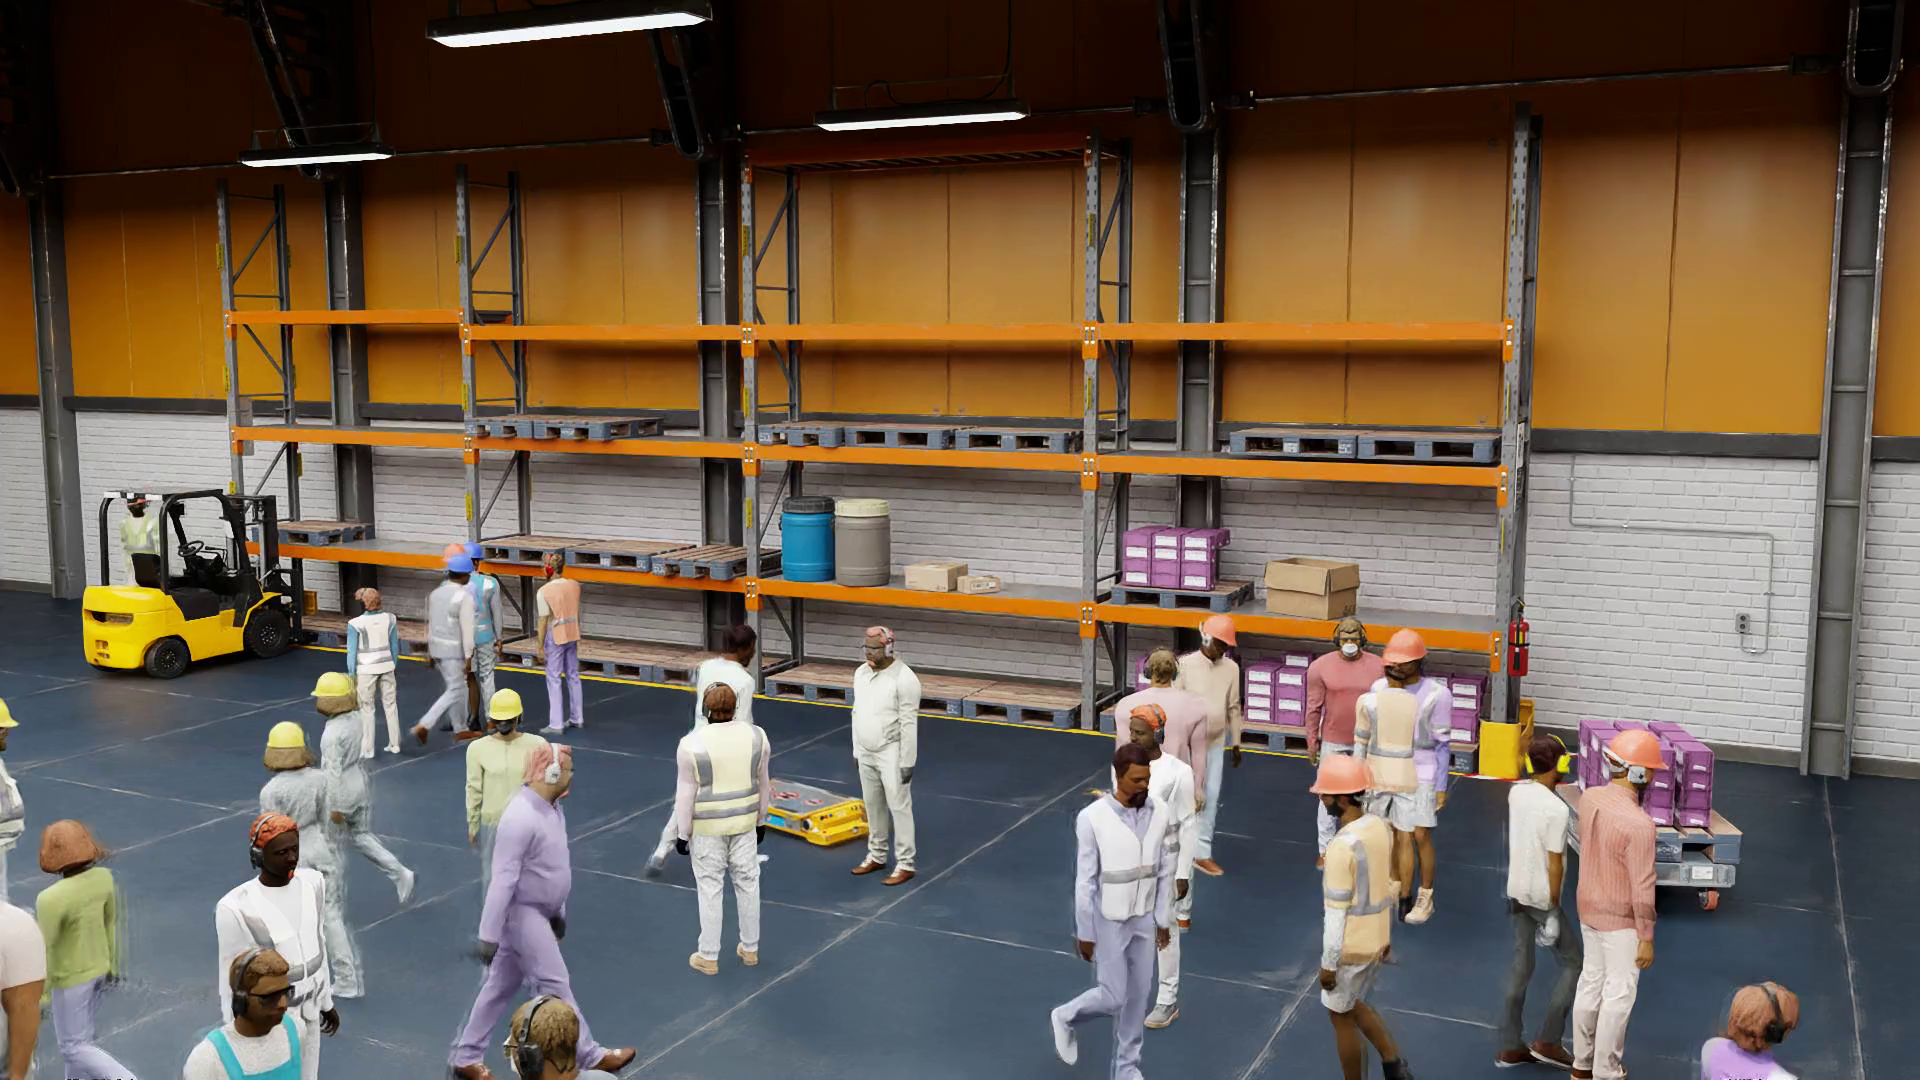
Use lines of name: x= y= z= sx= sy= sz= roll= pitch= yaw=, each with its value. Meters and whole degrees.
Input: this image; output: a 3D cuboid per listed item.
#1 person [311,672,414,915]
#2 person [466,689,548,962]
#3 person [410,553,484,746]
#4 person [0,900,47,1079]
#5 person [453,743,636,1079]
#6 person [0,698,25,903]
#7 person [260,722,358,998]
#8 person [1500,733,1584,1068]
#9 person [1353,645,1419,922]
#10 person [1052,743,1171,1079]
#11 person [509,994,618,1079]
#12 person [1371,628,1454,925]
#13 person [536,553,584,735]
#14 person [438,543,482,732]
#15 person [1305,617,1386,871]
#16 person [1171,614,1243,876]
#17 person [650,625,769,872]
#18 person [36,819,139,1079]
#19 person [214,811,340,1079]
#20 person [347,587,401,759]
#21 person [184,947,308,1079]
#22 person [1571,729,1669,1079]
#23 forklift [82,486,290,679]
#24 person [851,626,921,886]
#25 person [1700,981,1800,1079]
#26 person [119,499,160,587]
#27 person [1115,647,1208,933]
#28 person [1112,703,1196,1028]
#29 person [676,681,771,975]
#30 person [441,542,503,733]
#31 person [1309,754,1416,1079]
person: x=-4.174 y=1.745 z=11.440 sx=0.660 sy=1.719 sz=0.492 roll=1 pitch=7 yaw=5
person: x=-2.888 y=1.817 z=10.672 sx=0.535 sy=1.766 sz=0.317 roll=-2 pitch=7 yaw=-18
person: x=-5.007 y=1.089 z=16.135 sx=0.651 sy=1.912 sz=0.773 roll=6 pitch=9 yaw=41
person: x=-4.131 y=2.146 z=6.825 sx=0.688 sy=2.000 sz=1.014 roll=-1 pitch=7 yaw=-11
person: x=-2.266 y=2.008 z=8.834 sx=0.988 sy=1.836 sz=0.707 roll=-1 pitch=7 yaw=-5
person: x=-5.942 y=1.851 z=10.179 sx=0.403 sy=1.818 sz=0.605 roll=-4 pitch=8 yaw=-28
person: x=-4.041 y=1.931 z=10.059 sx=0.880 sy=1.688 sz=0.500 roll=4 pitch=8 yaw=29
person: x=3.198 y=1.970 z=9.095 sx=0.560 sy=1.842 sz=0.517 roll=-2 pitch=7 yaw=-19
person: x=2.975 y=1.649 z=11.414 sx=0.549 sy=1.927 sz=0.393 roll=2 pitch=7 yaw=14
person: x=0.817 y=1.981 z=8.816 sx=0.595 sy=1.901 sz=0.594 roll=-5 pitch=9 yaw=-36
person: x=-1.269 y=2.390 z=5.295 sx=0.382 sy=1.928 sz=0.635 roll=2 pitch=7 yaw=17
person: x=3.052 y=1.602 z=11.369 sx=0.613 sy=2.030 sz=0.417 roll=6 pitch=9 yaw=43
person: x=-4.029 y=1.045 z=16.778 sx=0.382 sy=1.836 sz=0.566 roll=4 pitch=8 yaw=30
person: x=-5.042 y=0.995 z=16.743 sx=0.546 sy=1.942 sz=0.348 roll=7 pitch=10 yaw=44
person: x=2.901 y=1.523 z=12.437 sx=0.635 sy=1.932 sz=0.363 roll=1 pitch=7 yaw=6
person: x=1.786 y=1.502 z=12.527 sx=0.659 sy=1.953 sz=0.660 roll=-3 pitch=8 yaw=-25
person: x=-1.873 y=1.566 z=12.375 sx=0.631 sy=1.867 sz=0.845 roll=6 pitch=9 yaw=41
person: x=-4.341 y=2.185 z=8.279 sx=0.700 sy=1.610 sz=0.506 roll=1 pitch=7 yaw=8
person: x=-3.043 y=2.146 z=7.470 sx=0.346 sy=1.882 sz=0.584 roll=3 pitch=8 yaw=25
person: x=-5.577 y=1.262 z=15.827 sx=0.317 sy=1.633 sz=0.518 roll=6 pitch=9 yaw=41
person: x=-2.575 y=2.364 z=6.077 sx=0.986 sy=1.795 sz=0.531 roll=4 pitch=8 yaw=32
person: x=3.434 y=1.956 z=8.659 sx=0.411 sy=1.981 sz=0.622 roll=-1 pitch=7 yaw=-9
forklift: x=-9.426 y=0.454 z=20.179 sx=1.214 sy=2.155 sz=2.313 roll=3 pitch=8 yaw=26
person: x=-0.574 y=1.569 z=12.203 sx=0.640 sy=1.899 sz=0.395 roll=6 pitch=9 yaw=43
person: x=2.898 y=2.432 z=6.156 sx=0.438 sy=1.626 sz=0.520 roll=-1 pitch=7 yaw=-11
person: x=-10.956 y=0.301 z=22.321 sx=0.612 sy=1.996 sz=1.086 roll=0 pitch=7 yaw=-2
person: x=1.338 y=1.676 z=11.133 sx=0.629 sy=1.939 sz=0.372 roll=-1 pitch=7 yaw=-5
person: x=1.092 y=1.877 z=9.686 sx=0.586 sy=1.882 sz=0.343 roll=6 pitch=9 yaw=42
person: x=-1.503 y=1.802 z=10.485 sx=0.621 sy=1.845 sz=0.429 roll=-4 pitch=8 yaw=-30
person: x=-4.918 y=0.992 z=16.778 sx=0.610 sy=1.936 sz=0.410 roll=-1 pitch=7 yaw=-12
person: x=1.986 y=2.021 z=8.368 sx=0.500 sy=1.915 sz=0.572 roll=5 pitch=9 yaw=37
